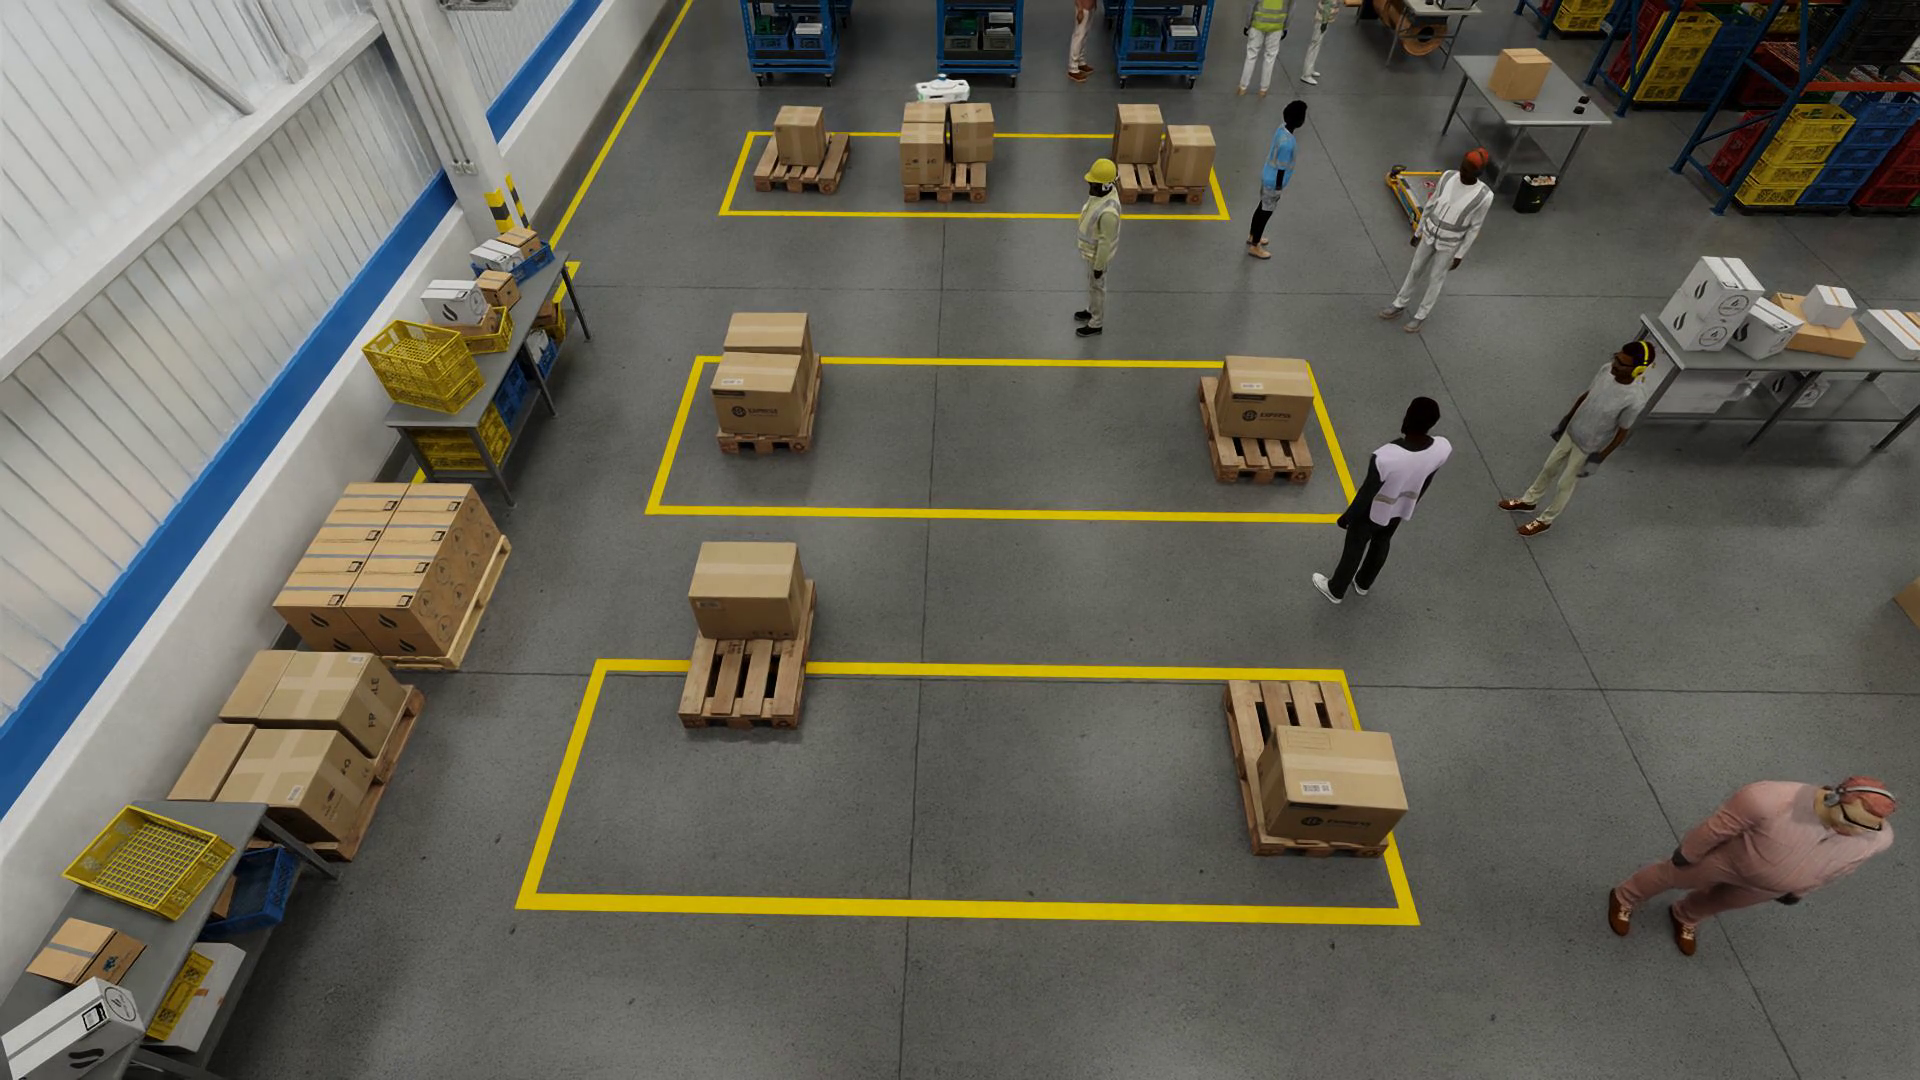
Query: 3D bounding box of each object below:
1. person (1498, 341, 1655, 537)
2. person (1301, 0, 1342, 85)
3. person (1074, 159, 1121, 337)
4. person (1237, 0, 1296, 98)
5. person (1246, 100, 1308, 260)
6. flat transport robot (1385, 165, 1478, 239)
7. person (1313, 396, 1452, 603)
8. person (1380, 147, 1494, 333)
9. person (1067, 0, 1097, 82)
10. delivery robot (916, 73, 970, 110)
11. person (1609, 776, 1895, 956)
[{"bbox_3d":[4.823,-0.766,7.129,0.310,1.868,0.533,-5,49,-4],"label":"person"},{"bbox_3d":[5.195,-7.401,13.022,0.312,1.639,0.512,19,52,16],"label":"person"},{"bbox_3d":[1.331,-2.849,8.964,0.404,1.826,0.594,0,49,0],"label":"person"},{"bbox_3d":[4.224,-7.082,12.612,0.623,1.847,0.429,10,50,9],"label":"person"},{"bbox_3d":[3.438,-3.912,9.964,0.315,1.695,0.541,7,49,6],"label":"person"},{"bbox_3d":[5.692,-4.094,11.059,0.652,0.197,1.431,1,49,1],"label":"flat transport robot"},{"bbox_3d":[3.063,-0.235,6.638,0.596,1.915,0.374,-13,50,-11],"label":"person"},{"bbox_3d":[4.709,-2.926,8.989,0.355,1.883,0.573,-28,55,-22],"label":"person"},{"bbox_3d":[1.811,-7.595,12.957,0.397,1.992,0.622,20,52,17],"label":"person"},{"bbox_3d":[-0.238,-6.133,12.573,0.707,0.478,0.477,-10,50,-7],"label":"delivery robot"},{"bbox_3d":[4.237,1.760,4.927,0.643,1.899,0.396,16,51,14],"label":"person"}]
